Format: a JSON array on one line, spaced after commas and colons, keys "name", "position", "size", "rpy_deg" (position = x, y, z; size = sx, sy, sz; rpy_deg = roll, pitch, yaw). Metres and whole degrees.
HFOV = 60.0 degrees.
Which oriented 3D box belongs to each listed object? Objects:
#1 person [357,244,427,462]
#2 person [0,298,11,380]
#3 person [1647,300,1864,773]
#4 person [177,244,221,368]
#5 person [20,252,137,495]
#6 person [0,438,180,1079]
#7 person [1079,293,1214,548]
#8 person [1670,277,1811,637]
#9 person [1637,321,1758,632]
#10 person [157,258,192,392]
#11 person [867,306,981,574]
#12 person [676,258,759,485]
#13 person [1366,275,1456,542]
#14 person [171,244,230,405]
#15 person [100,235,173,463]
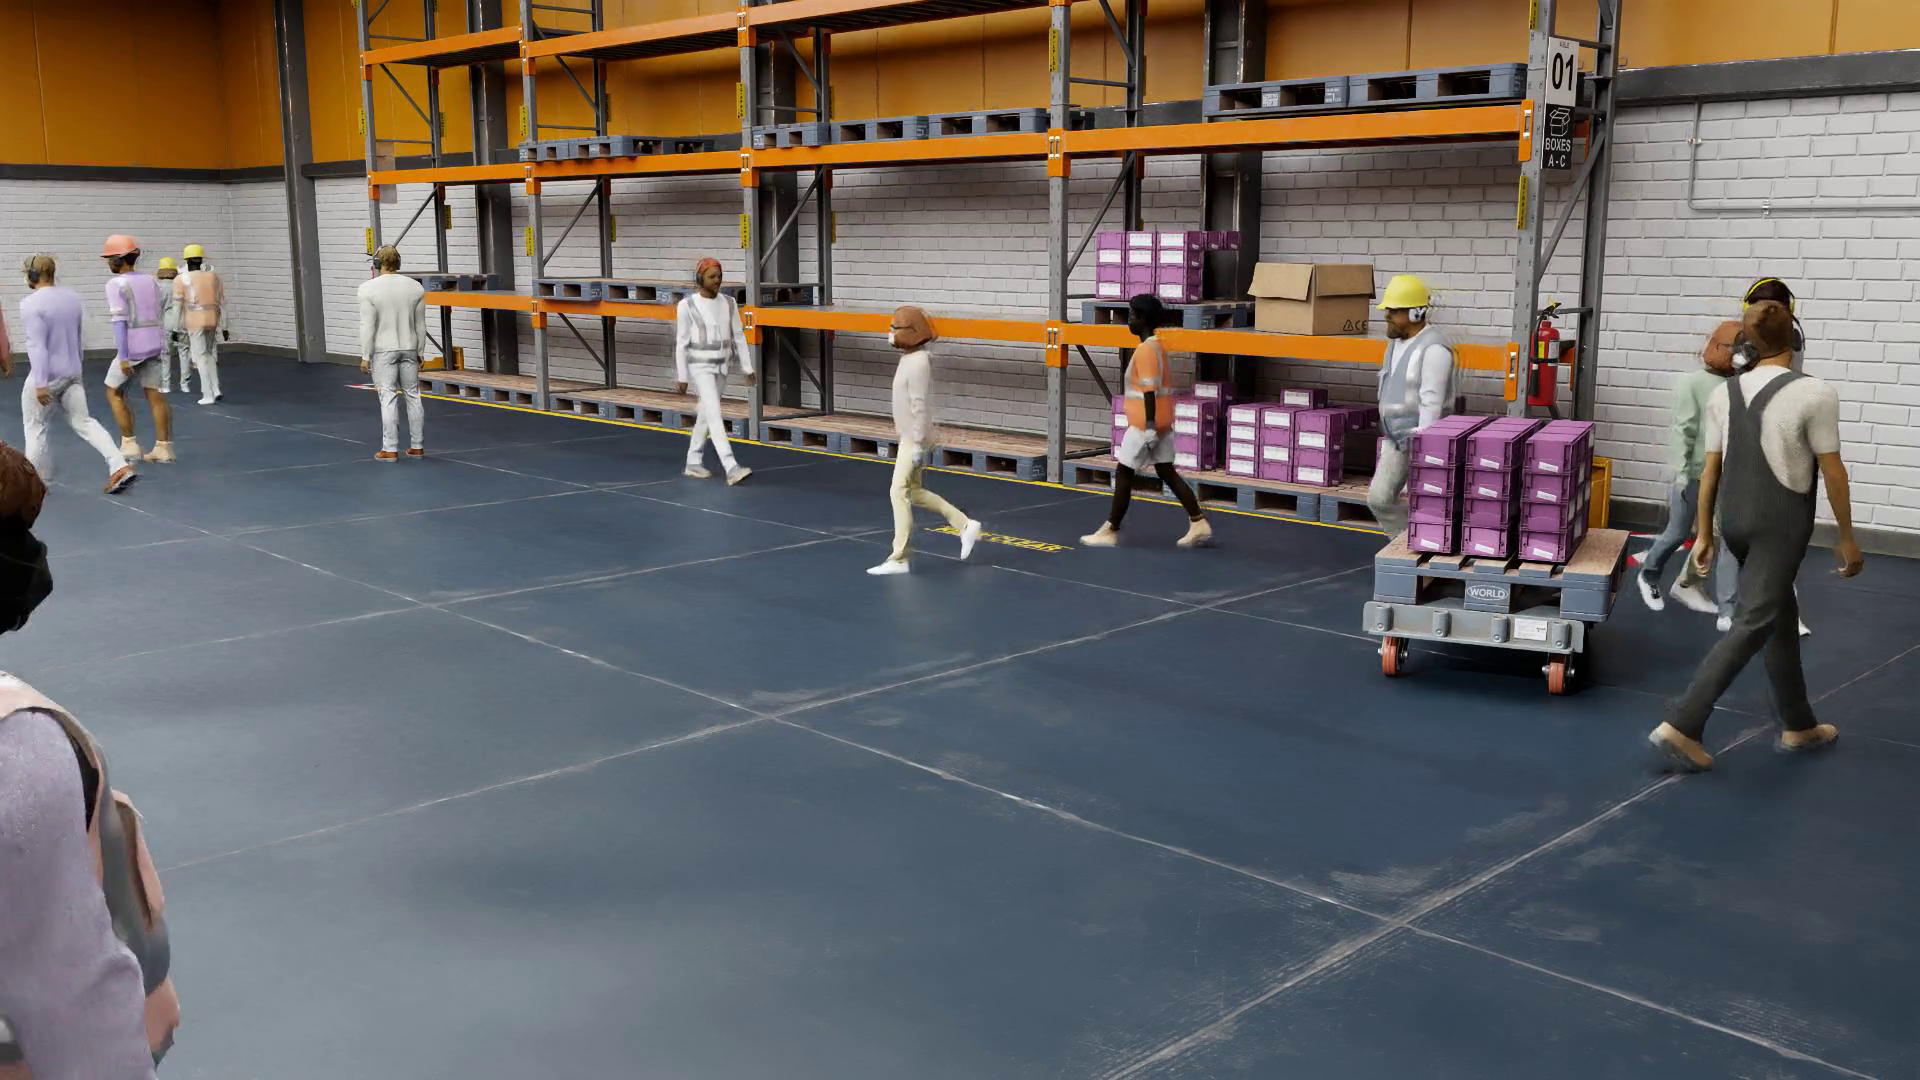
[{"name": "person", "position": [-5.087, -1.671, 14.934], "size": [0.373, 1.940, 0.627], "rpy_deg": [10, 14, 43]}, {"name": "person", "position": [-8.633, -1.570, 14.333], "size": [0.962, 1.950, 0.647], "rpy_deg": [4, 11, 20]}, {"name": "person", "position": [3.030, -0.017, 6.347], "size": [0.967, 1.786, 0.544], "rpy_deg": [-4, 11, -21]}, {"name": "person", "position": [-11.609, -3.560, 25.383], "size": [0.584, 1.883, 0.337], "rpy_deg": [-4, 11, -21]}, {"name": "person", "position": [-6.937, -1.271, 12.876], "size": [0.981, 1.905, 0.644], "rpy_deg": [1, 10, 6]}, {"name": "person", "position": [-1.276, 0.754, 2.077], "size": [0.623, 1.811, 0.873], "rpy_deg": [9, 14, 41]}, {"name": "person", "position": [1.251, -0.758, 10.726], "size": [0.856, 1.657, 0.538], "rpy_deg": [3, 11, 16]}, {"name": "person", "position": [4.091, -0.459, 8.661], "size": [0.511, 1.826, 0.796], "rpy_deg": [-1, 10, -6]}, {"name": "person", "position": [3.865, -0.349, 8.643], "size": [0.490, 1.600, 0.799], "rpy_deg": [-1, 10, -6]}, {"name": "person", "position": [-10.156, -2.769, 21.480], "size": [0.502, 1.737, 0.377], "rpy_deg": [-9, 14, -40]}, {"name": "person", "position": [-0.216, -0.594, 9.953], "size": [0.646, 1.612, 0.506], "rpy_deg": [-2, 11, -9]}, {"name": "person", "position": [-2.003, -1.380, 13.636], "size": [0.979, 1.834, 0.597], "rpy_deg": [9, 14, 41]}, {"name": "person", "position": [2.507, -0.559, 9.243], "size": [0.473, 1.808, 0.602], "rpy_deg": [-3, 11, -15]}, {"name": "person", "position": [-9.139, -2.576, 19.957], "size": [0.583, 1.905, 0.599], "rpy_deg": [7, 12, 32]}, {"name": "person", "position": [-7.320, -1.671, 14.700], "size": [0.637, 2.019, 0.624], "rpy_deg": [3, 11, 16]}]
